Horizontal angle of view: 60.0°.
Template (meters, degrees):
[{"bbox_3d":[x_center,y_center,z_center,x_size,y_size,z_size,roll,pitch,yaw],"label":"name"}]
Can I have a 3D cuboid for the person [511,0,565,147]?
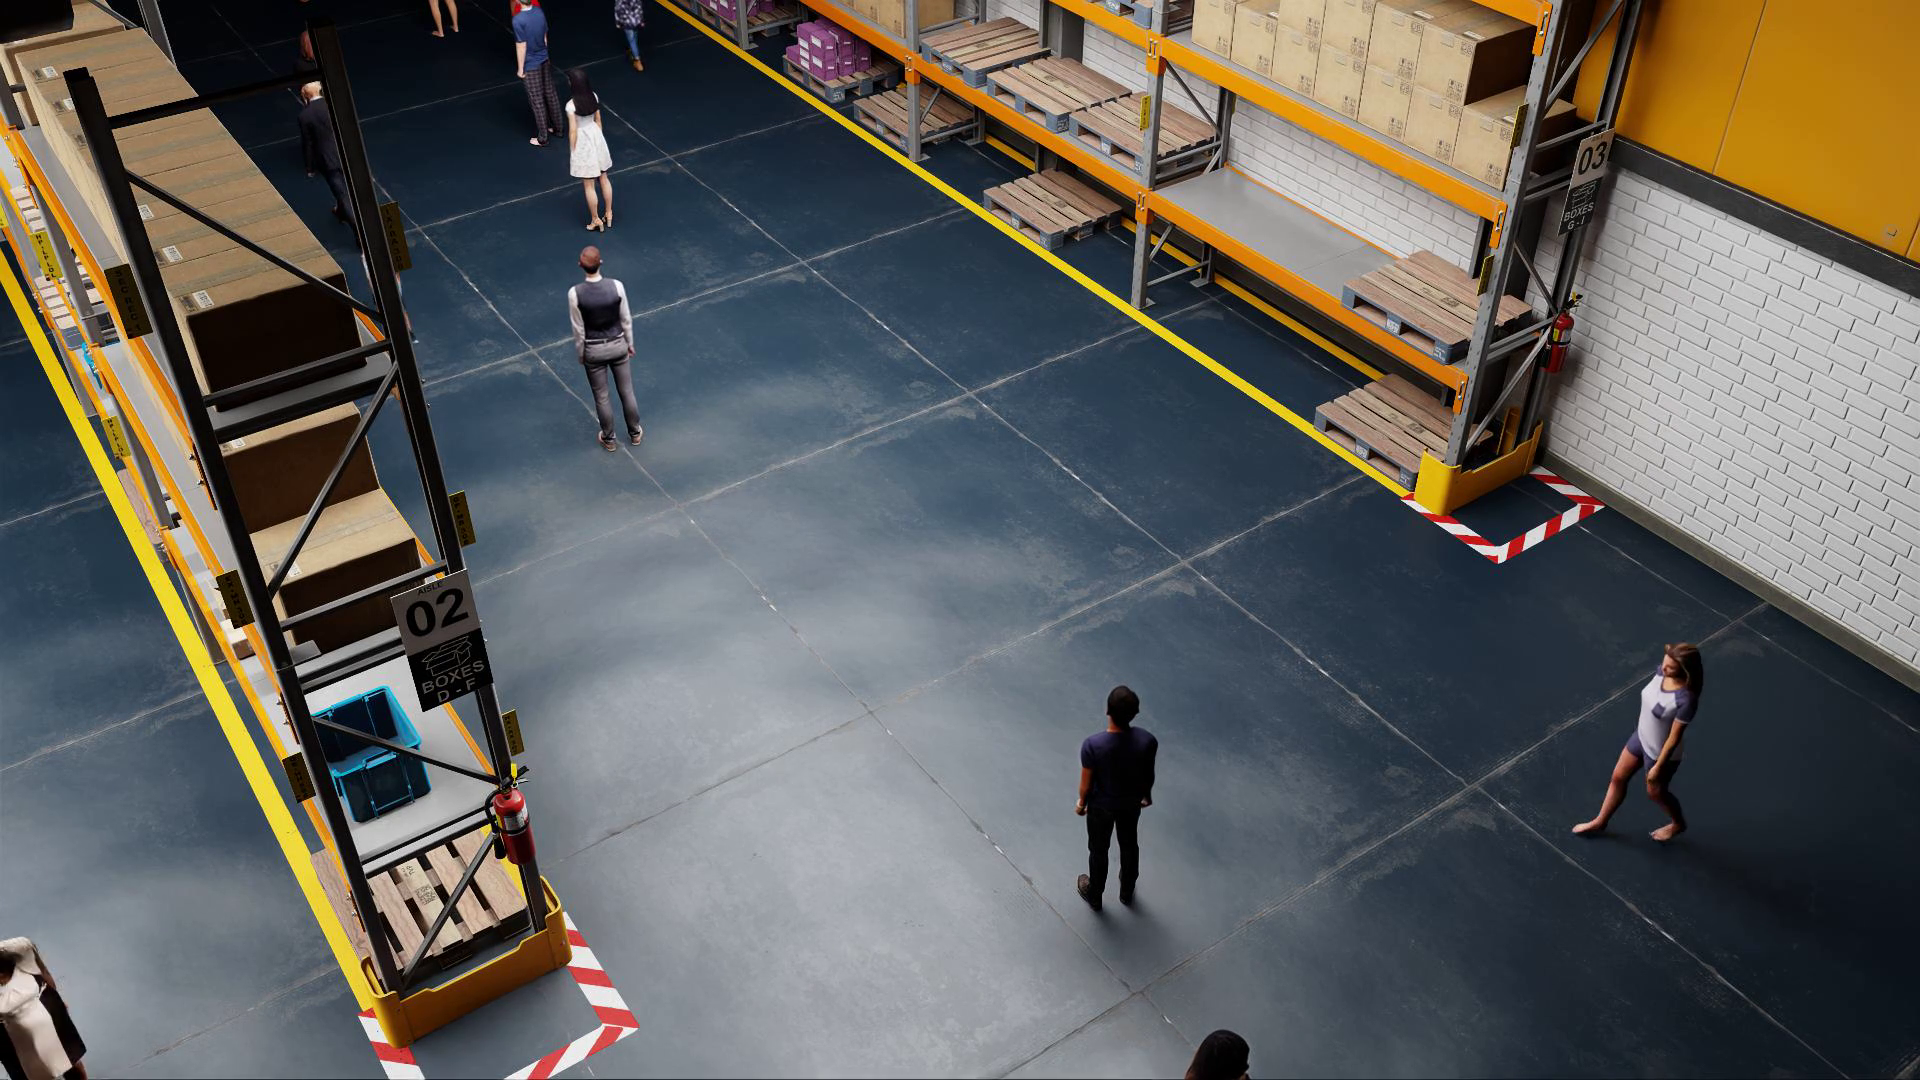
[{"bbox_3d":[-4.837,-5.430,18.952,0.696,1.871,0.732,21,43,24],"label":"person"}]

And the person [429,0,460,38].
[{"bbox_3d":[-6.821,-7.346,21.597,0.584,1.565,0.553,-29,47,-31],"label":"person"}]

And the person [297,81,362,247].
[{"bbox_3d":[-6.374,-3.833,17.054,0.819,1.744,1.224,-28,46,-31],"label":"person"}]

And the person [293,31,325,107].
[{"bbox_3d":[-6.952,-4.746,18.227,0.635,1.707,0.585,-12,40,-15],"label":"person"}]

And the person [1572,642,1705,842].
[{"bbox_3d":[4.539,1.326,10.629,0.971,1.701,1.005,-4,39,-4],"label":"person"}]

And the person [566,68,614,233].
[{"bbox_3d":[-3.863,-4.061,17.315,0.716,1.775,0.713,28,47,31],"label":"person"}]

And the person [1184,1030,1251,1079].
[{"bbox_3d":[1.230,3.036,8.479,0.767,1.712,0.749,17,42,20],"label":"person"}]

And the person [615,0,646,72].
[{"bbox_3d":[-4.107,-6.474,20.777,0.538,1.224,0.840,-19,43,-23],"label":"person"}]

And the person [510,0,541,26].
[{"bbox_3d":[-5.286,-6.443,20.320,0.590,1.746,0.623,26,45,29],"label":"person"}]

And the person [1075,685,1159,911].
[{"bbox_3d":[0.953,1.596,10.217,0.711,1.792,0.651,-9,39,-11],"label":"person"}]

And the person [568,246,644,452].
[{"bbox_3d":[-3.016,-1.631,14.142,0.716,1.937,0.662,-12,40,-15],"label":"person"}]

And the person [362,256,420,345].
[{"bbox_3d":[-5.471,-2.450,15.742,0.504,1.220,0.894,-23,44,-26],"label":"person"}]

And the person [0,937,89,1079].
[{"bbox_3d":[-5.107,2.584,9.033,1.045,1.727,0.783,29,47,31],"label":"person"}]
